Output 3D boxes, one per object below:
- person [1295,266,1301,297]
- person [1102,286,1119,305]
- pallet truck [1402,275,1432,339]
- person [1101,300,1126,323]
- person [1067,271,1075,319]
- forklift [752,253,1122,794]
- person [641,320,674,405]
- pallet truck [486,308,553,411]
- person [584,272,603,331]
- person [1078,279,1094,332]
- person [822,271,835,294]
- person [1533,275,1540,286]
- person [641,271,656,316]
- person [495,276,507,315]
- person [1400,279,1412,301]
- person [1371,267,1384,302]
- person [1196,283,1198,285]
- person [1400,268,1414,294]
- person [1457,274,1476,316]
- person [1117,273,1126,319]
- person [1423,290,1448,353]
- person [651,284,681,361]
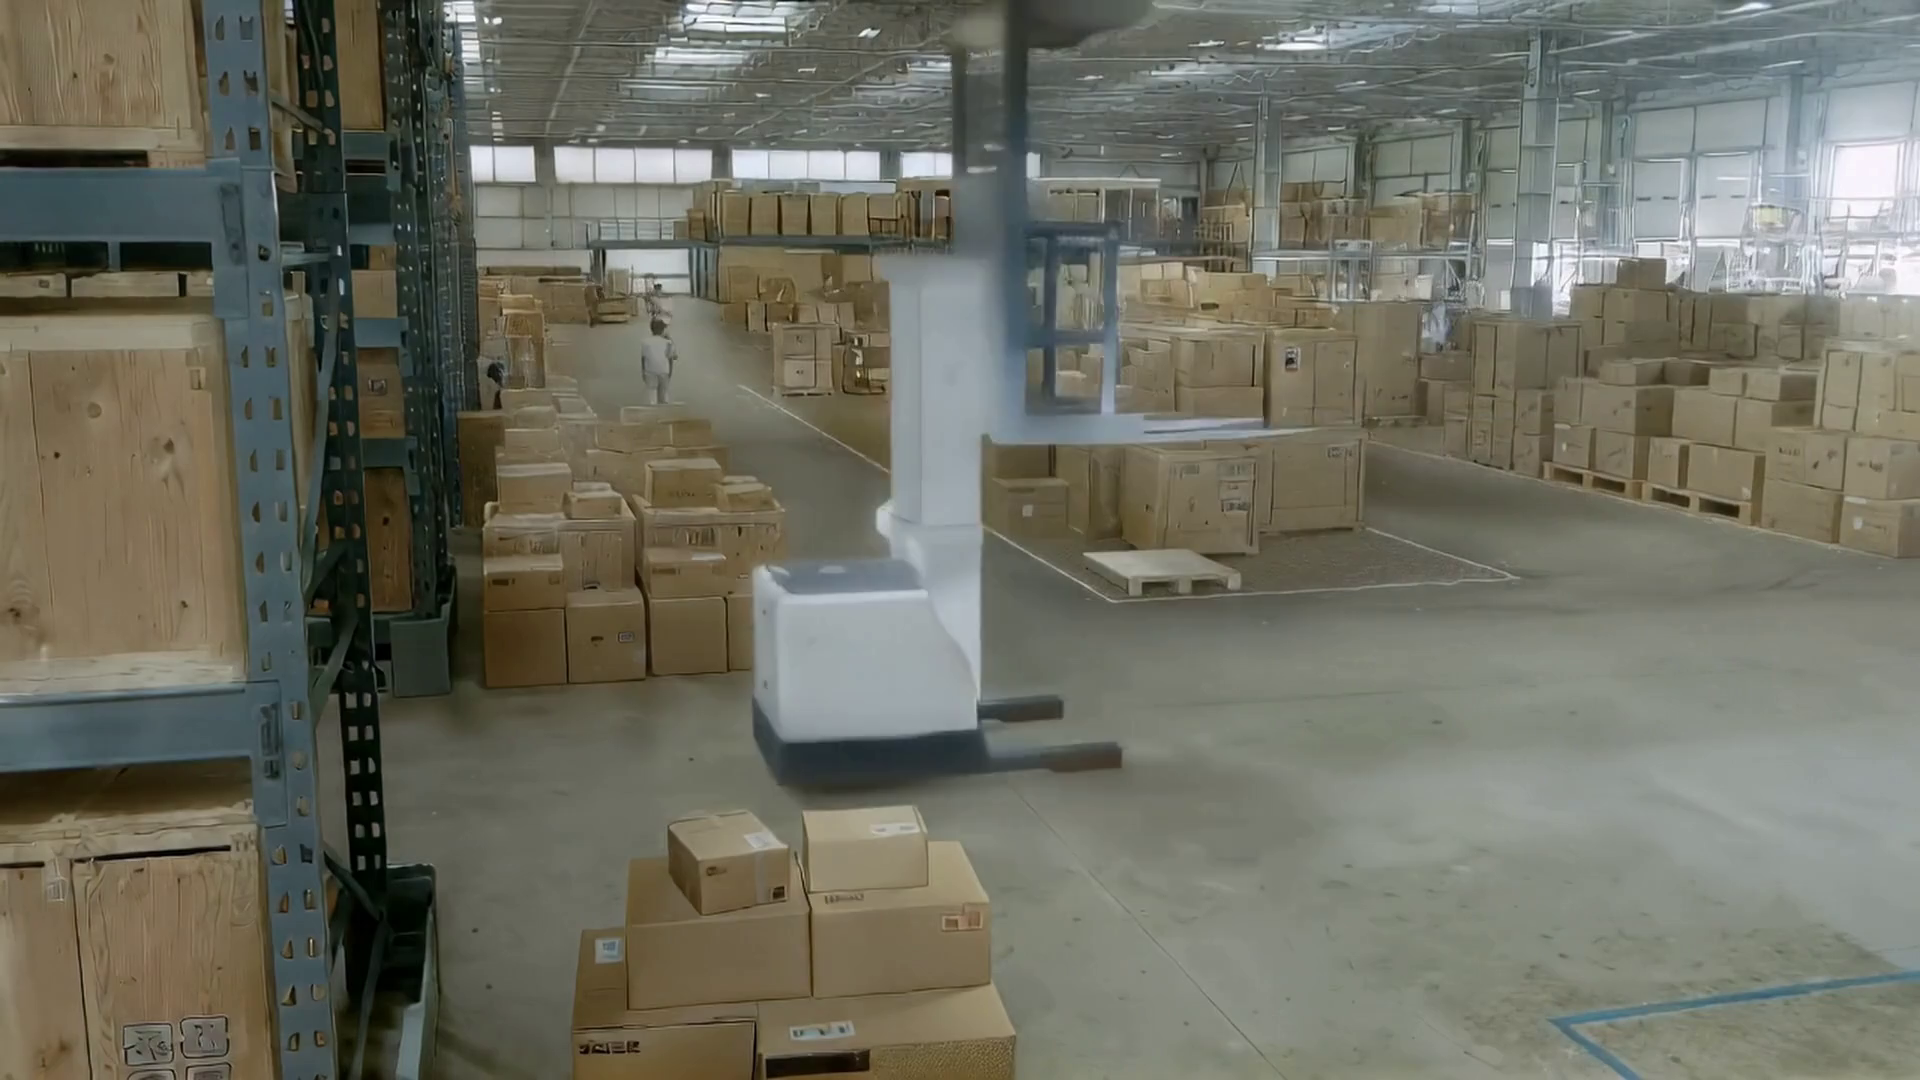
[{"bbox_3d":[16.478,-12.438,81.291,0.382,1.937,0.551,2,10,13],"label":"person"},{"bbox_3d":[5.159,-8.245,57.921,0.654,1.794,0.927,-6,12,-32],"label":"person"},{"bbox_3d":[14.620,-7.324,52.145,0.823,1.965,1.885,8,13,40],"label":"pallet truck"},{"bbox_3d":[2.772,-3.442,30.459,0.551,1.911,0.943,-4,11,-21],"label":"person"},{"bbox_3d":[4.259,-9.786,66.327,0.701,1.912,0.594,8,13,39],"label":"person"},{"bbox_3d":[-0.167,-0.163,9.098,1.873,2.768,1.129,-3,10,-15],"label":"forklift"},{"bbox_3d":[-4.933,-2.755,27.166,0.534,1.684,0.600,-3,10,-16],"label":"person"},{"bbox_3d":[-6.242,-2.418,24.362,0.823,1.965,1.885,1,10,3],"label":"pallet truck"},{"bbox_3d":[-12.542,-8.171,56.820,0.634,2.000,0.702,-8,13,-40],"label":"person"},{"bbox_3d":[4.143,-7.689,54.786,0.593,1.798,0.997,-1,10,-8],"label":"person"},{"bbox_3d":[-4.540,-8.267,57.390,0.444,2.031,0.709,2,10,12],"label":"person"},{"bbox_3d":[17.722,-7.184,51.355,0.396,1.993,0.617,3,10,17],"label":"person"},{"bbox_3d":[-12.893,-10.185,68.763,0.579,1.850,0.940,-1,10,-5],"label":"person"},{"bbox_3d":[-14.813,-7.551,53.622,0.542,1.930,0.366,9,13,40],"label":"person"},{"bbox_3d":[16.419,-8.777,61.274,0.543,1.674,0.693,-6,11,-29],"label":"person"},{"bbox_3d":[18.648,-11.242,74.467,0.627,1.959,0.736,7,12,36],"label":"person"},{"bbox_3d":[8.748,-8.644,59.954,1.036,1.881,0.653,9,13,40],"label":"person"},{"bbox_3d":[20.053,-11.242,74.563,0.622,1.924,0.833,5,11,28],"label":"person"},{"bbox_3d":[18.455,-8.777,60.720,0.614,1.872,1.009,9,13,40],"label":"person"},{"bbox_3d":[6.312,-9.619,65.653,0.464,1.820,0.652,9,13,40],"label":"person"},{"bbox_3d":[11.596,-5.177,40.543,0.972,1.792,0.510,5,11,28],"label":"person"},{"bbox_3d":[-7.379,-5.413,41.476,0.574,1.944,0.781,8,13,39],"label":"person"}]
